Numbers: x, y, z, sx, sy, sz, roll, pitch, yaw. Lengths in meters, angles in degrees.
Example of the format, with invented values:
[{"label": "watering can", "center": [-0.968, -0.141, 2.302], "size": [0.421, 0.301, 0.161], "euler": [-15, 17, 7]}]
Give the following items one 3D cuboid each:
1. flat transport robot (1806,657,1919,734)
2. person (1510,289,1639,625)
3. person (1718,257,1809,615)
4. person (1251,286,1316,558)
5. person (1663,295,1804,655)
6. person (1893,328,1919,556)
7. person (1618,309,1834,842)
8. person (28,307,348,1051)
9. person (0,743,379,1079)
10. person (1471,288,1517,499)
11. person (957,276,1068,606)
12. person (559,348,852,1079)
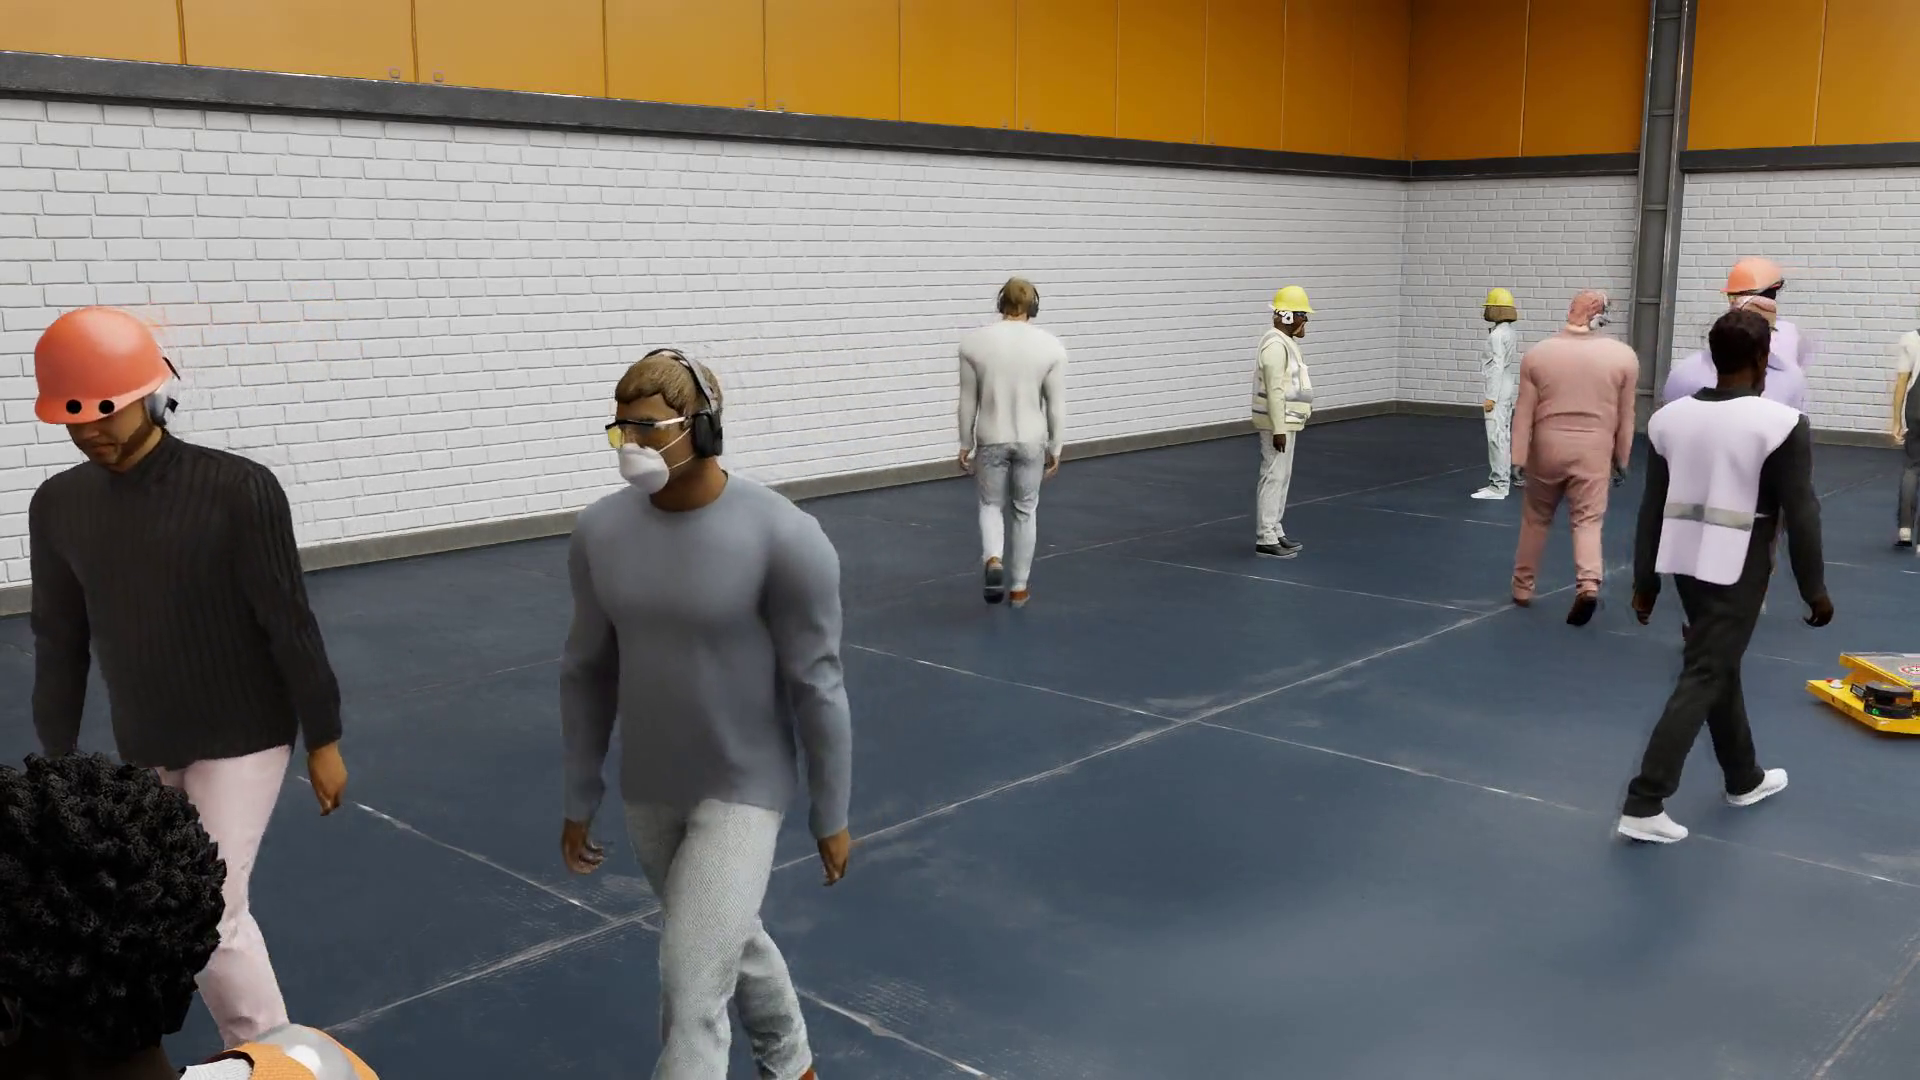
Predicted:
[{"label": "flat transport robot", "center": [4.592, 0.671, 7.296], "size": [1.431, 0.197, 0.652], "euler": [0, 10, 2]}, {"label": "person", "center": [3.417, -0.469, 9.305], "size": [0.656, 1.859, 0.822], "euler": [4, 11, 20]}, {"label": "person", "center": [4.464, -0.569, 9.378], "size": [0.657, 2.029, 0.416], "euler": [-3, 10, -16]}, {"label": "person", "center": [2.175, -0.794, 11.232], "size": [0.403, 1.825, 0.596], "euler": [3, 11, 18]}, {"label": "person", "center": [3.707, -0.255, 8.085], "size": [0.665, 1.872, 0.933], "euler": [0, 10, 1]}, {"label": "person", "center": [6.613, -0.802, 11.250], "size": [0.513, 1.829, 0.479], "euler": [9, 14, 42]}, {"label": "person", "center": [2.708, 0.122, 5.903], "size": [1.022, 1.868, 0.595], "euler": [-5, 11, -25]}, {"label": "person", "center": [-1.719, 0.470, 3.661], "size": [0.635, 1.946, 0.620], "euler": [3, 10, 14]}, {"label": "person", "center": [-0.657, 0.998, 1.398], "size": [0.320, 1.694, 0.531], "euler": [3, 11, 19]}, {"label": "person", "center": [4.446, -1.211, 13.824], "size": [0.305, 1.743, 0.494], "euler": [5, 11, 28]}, {"label": "person", "center": [0.293, -0.540, 9.503], "size": [0.637, 1.918, 0.549], "euler": [1, 10, 6]}, {"label": "person", "center": [-0.554, 0.538, 3.493], "size": [0.635, 1.878, 1.057], "euler": [5, 11, 28]}]
